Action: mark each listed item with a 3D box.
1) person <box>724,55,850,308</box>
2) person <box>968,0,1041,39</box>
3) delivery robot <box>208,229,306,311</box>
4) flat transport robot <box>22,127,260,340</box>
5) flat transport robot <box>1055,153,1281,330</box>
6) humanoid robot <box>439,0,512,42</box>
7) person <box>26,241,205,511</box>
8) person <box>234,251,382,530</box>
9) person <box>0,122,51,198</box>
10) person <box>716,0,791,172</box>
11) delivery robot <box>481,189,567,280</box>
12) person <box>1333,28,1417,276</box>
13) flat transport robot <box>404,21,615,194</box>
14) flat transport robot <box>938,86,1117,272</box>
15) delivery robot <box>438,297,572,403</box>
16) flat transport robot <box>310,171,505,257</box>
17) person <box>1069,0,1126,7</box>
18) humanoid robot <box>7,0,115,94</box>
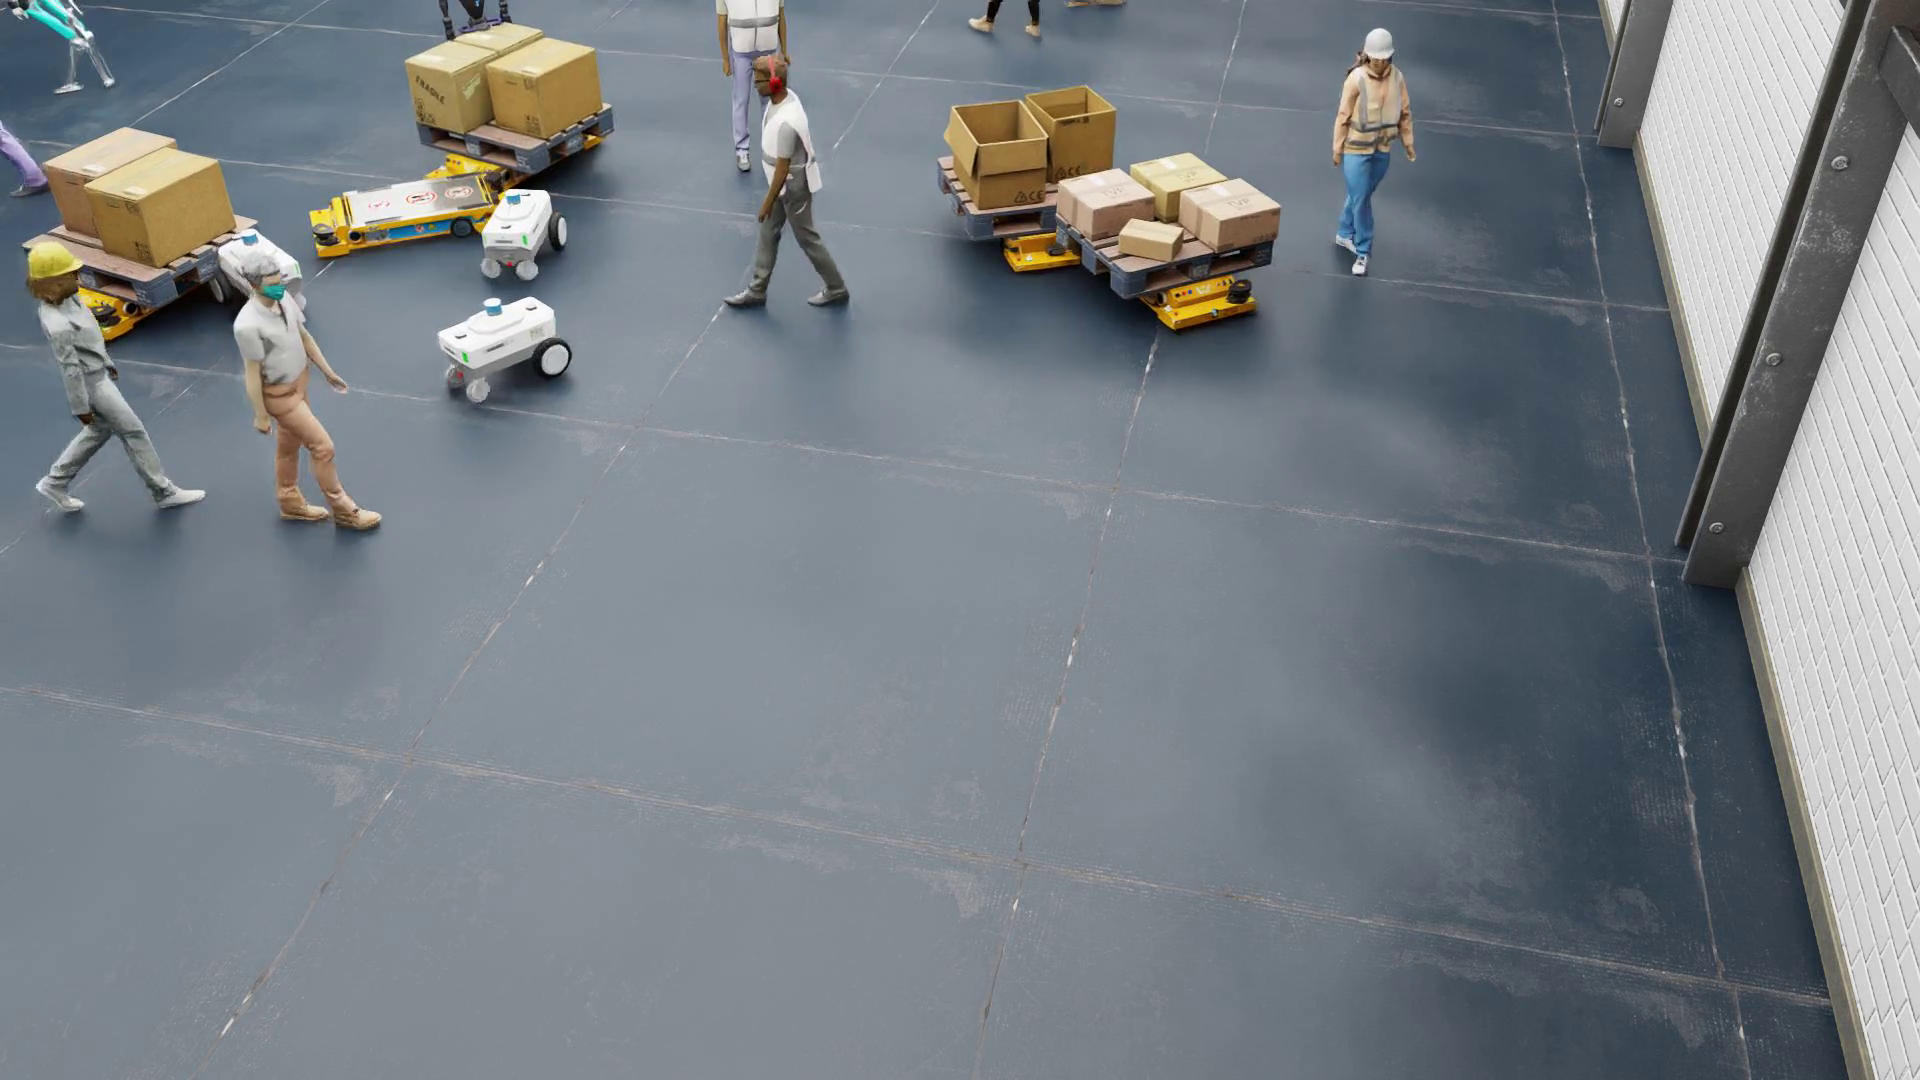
[{"bbox_3d":[-1.164,-2.352,11.092,0.854,1.799,0.560,-10,38,-13],"label":"person"},{"bbox_3d":[0.466,-5.512,15.444,0.721,1.648,0.544,24,43,29],"label":"person"},{"bbox_3d":[-4.860,-1.850,11.472,0.523,0.614,0.786,-30,46,-34],"label":"delivery robot"},{"bbox_3d":[-5.680,-1.863,11.712,0.659,0.231,1.431,16,40,21],"label":"flat transport robot"},{"bbox_3d":[1.426,-1.946,11.823,0.659,0.231,1.431,-16,40,-21],"label":"flat transport robot"},{"bbox_3d":[-3.864,-4.034,13.455,0.585,1.630,0.604,-22,42,-27],"label":"humanoid robot"},{"bbox_3d":[-4.836,-0.861,9.159,0.780,1.716,0.487,-15,39,-19],"label":"person"},{"bbox_3d":[-3.583,-0.802,9.084,0.735,1.706,0.447,1,37,2],"label":"person"},{"bbox_3d":[-7.483,-3.290,12.351,0.969,1.779,0.626,-25,44,-30],"label":"person"},{"bbox_3d":[-1.609,-3.830,13.030,0.563,1.841,0.396,-15,39,-19],"label":"person"},{"bbox_3d":[-3.176,-2.239,11.990,0.511,0.611,0.782,2,37,2],"label":"delivery robot"},{"bbox_3d":[2.901,-2.757,11.707,0.545,1.703,0.556,-13,39,-17],"label":"person"},{"bbox_3d":[-3.560,-3.138,13.418,0.659,0.231,1.431,19,41,23],"label":"flat transport robot"},{"bbox_3d":[0.525,-2.430,12.471,0.659,0.231,1.431,-9,38,-12],"label":"flat transport robot"},{"bbox_3d":[-2.933,-1.264,10.688,0.815,0.614,0.499,-30,46,-34],"label":"delivery robot"},{"bbox_3d":[-4.120,-2.455,12.504,1.431,0.231,0.659,-13,39,-17],"label":"flat transport robot"},{"bbox_3d":[1.388,-6.088,16.029,0.715,1.861,0.593,-12,39,-16],"label":"person"},{"bbox_3d":[-7.772,-4.661,14.231,0.863,1.773,0.600,9,38,12],"label":"humanoid robot"}]
